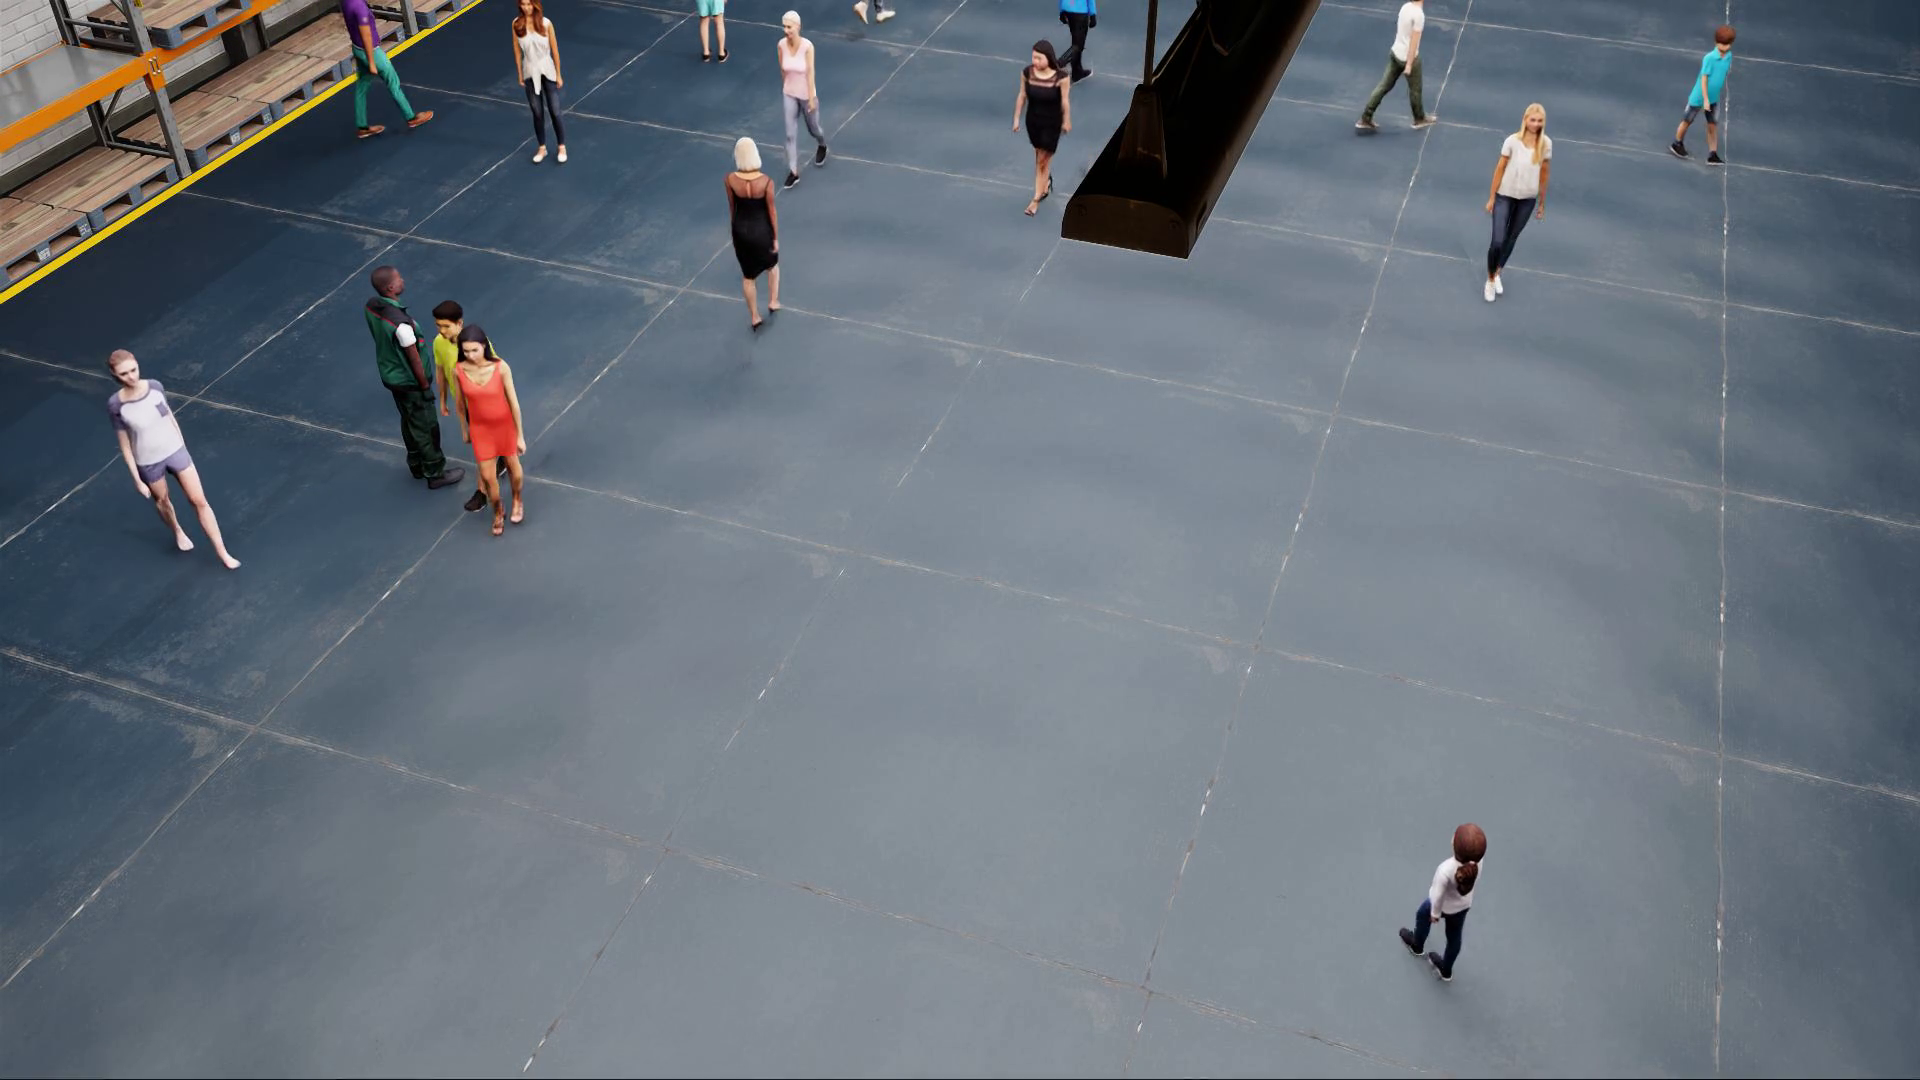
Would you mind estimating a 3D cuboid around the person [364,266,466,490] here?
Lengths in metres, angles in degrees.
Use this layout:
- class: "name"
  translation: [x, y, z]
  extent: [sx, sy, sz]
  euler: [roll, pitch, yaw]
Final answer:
- class: "person"
  translation: [-4.111, -1.210, 12.378]
  extent: [0.773, 1.840, 0.760]
  euler: [31, 48, 33]

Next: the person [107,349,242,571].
- class: "person"
  translation: [-5.673, -0.611, 11.713]
  extent: [1.040, 1.734, 0.940]
  euler: [-31, 48, -33]

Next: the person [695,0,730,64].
- class: "person"
  translation: [-2.839, -6.210, 18.864]
  extent: [0.605, 1.558, 0.609]
  euler: [1, 39, 2]

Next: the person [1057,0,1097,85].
- class: "person"
  translation: [1.204, -5.731, 18.093]
  extent: [1.163, 1.772, 0.985]
  euler: [-26, 46, -29]

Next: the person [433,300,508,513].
- class: "person"
  translation: [-3.555, -1.099, 12.381]
  extent: [0.633, 1.662, 1.054]
  euler: [11, 40, 14]

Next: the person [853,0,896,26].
- class: "person"
  translation: [-1.024, -6.972, 19.558]
  extent: [0.905, 1.882, 1.089]
  euler: [25, 45, 28]

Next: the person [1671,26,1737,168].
- class: "person"
  translation: [7.526, -4.540, 16.885]
  extent: [0.832, 1.419, 0.976]
  euler: [-10, 40, -12]

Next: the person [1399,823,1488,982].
- class: "person"
  translation: [2.684, 1.979, 8.979]
  extent: [0.623, 1.098, 0.689]
  euler: [-14, 41, -17]

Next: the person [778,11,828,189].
- class: "person"
  translation: [-1.543, -4.425, 16.516]
  extent: [0.582, 1.699, 1.086]
  euler: [11, 40, 13]

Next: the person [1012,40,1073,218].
- class: "person"
  translation: [0.839, -4.011, 16.010]
  extent: [0.769, 1.683, 1.032]
  euler: [18, 42, 21]

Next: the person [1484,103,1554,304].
- class: "person"
  translation: [4.876, -3.034, 14.694]
  extent: [0.734, 1.800, 0.783]
  euler: [0, 39, 0]

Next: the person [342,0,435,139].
- class: "person"
  translation: [-6.208, -4.985, 17.188]
  extent: [1.147, 1.735, 0.979]
  euler: [-28, 46, -30]

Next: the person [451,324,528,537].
- class: "person"
  translation: [-3.368, -0.866, 12.056]
  extent: [0.755, 1.704, 0.797]
  euler: [-7, 39, -8]

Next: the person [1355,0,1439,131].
- class: "person"
  translation: [4.540, -4.988, 17.292]
  extent: [1.106, 1.610, 1.135]
  euler: [-11, 40, -14]

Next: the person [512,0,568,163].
- class: "person"
  translation: [-4.225, -4.685, 16.773]
  extent: [0.663, 1.784, 0.640]
  euler: [0, 39, 0]

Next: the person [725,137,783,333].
- class: "person"
  translation: [-1.780, -2.538, 14.133]
  extent: [0.671, 1.724, 0.751]
  euler: [4, 39, 5]
